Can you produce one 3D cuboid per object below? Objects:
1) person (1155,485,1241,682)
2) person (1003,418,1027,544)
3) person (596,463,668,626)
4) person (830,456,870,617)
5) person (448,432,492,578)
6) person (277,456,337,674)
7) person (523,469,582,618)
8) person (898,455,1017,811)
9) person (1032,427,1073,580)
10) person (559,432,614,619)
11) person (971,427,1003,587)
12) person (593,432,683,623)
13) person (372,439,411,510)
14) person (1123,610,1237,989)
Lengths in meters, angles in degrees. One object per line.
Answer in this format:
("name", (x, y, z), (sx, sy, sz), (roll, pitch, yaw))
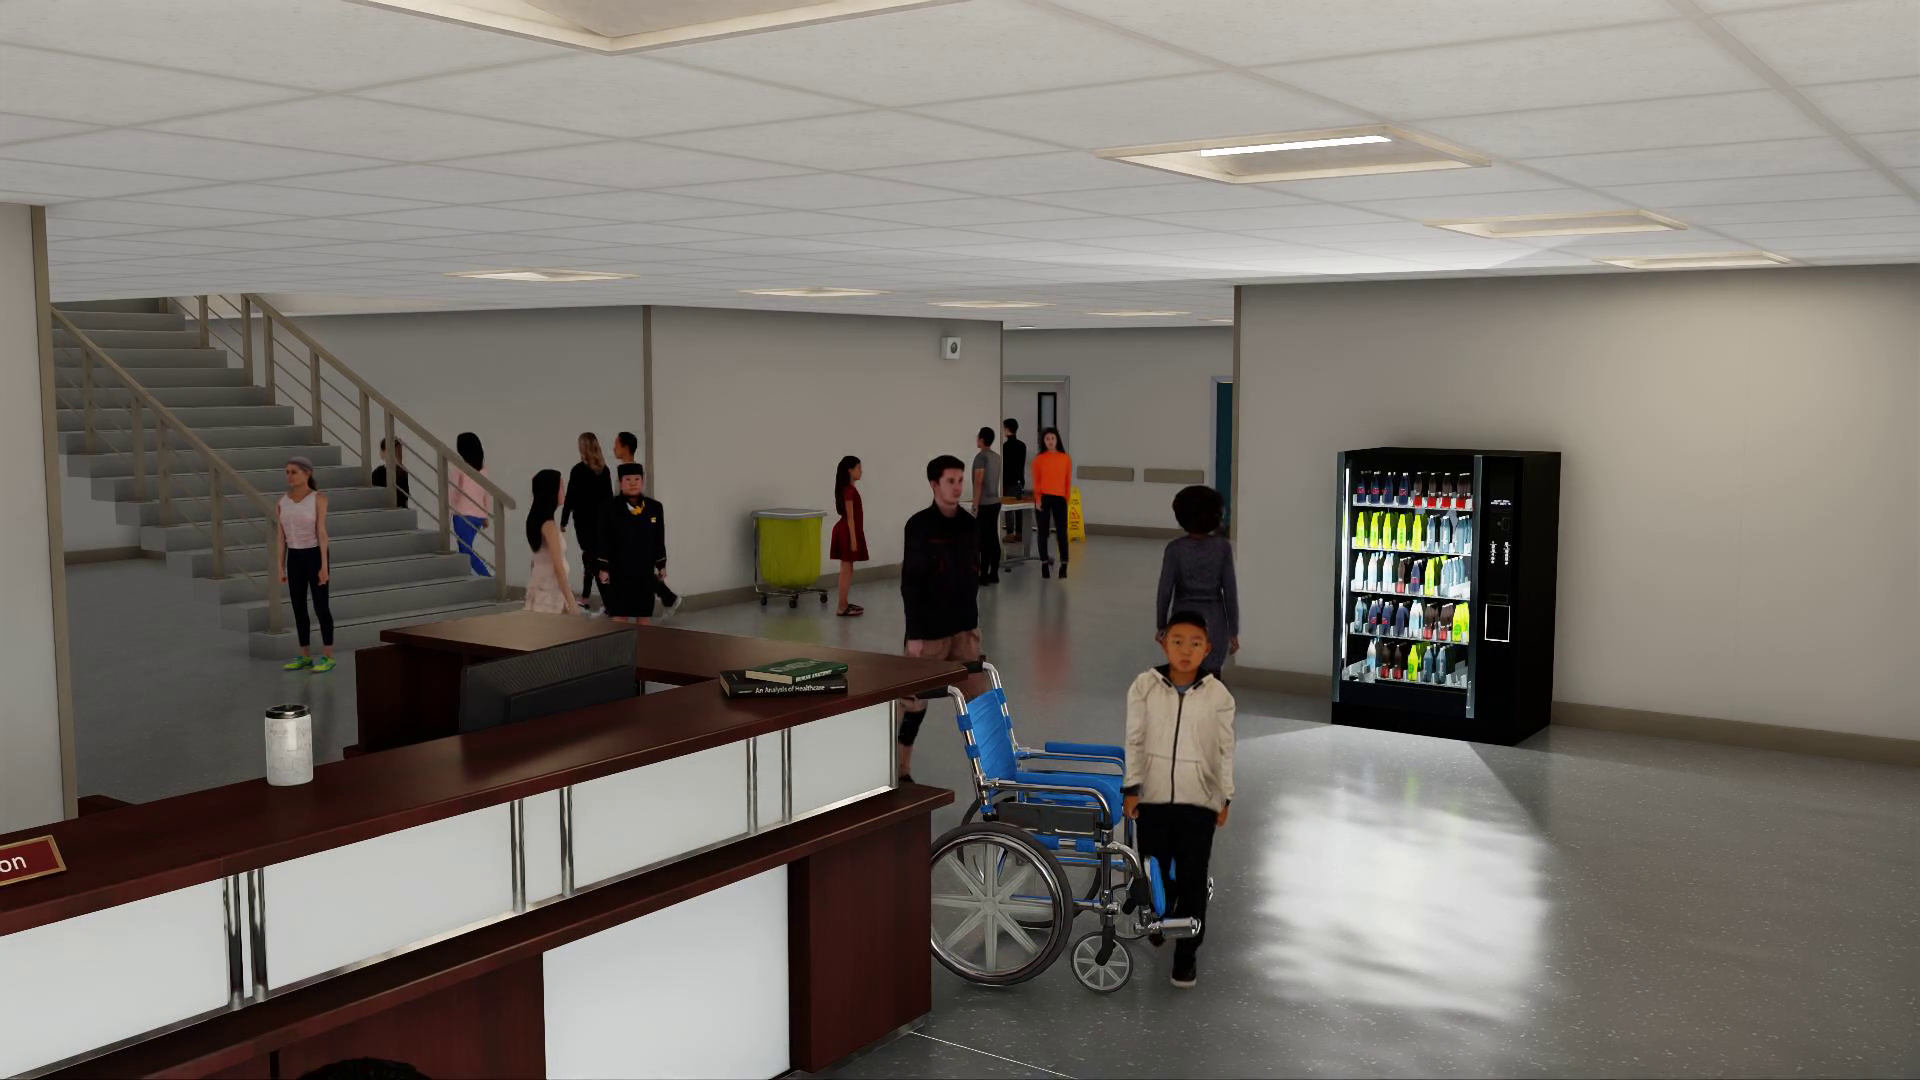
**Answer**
("person", (1.370, 0.560, 9.453), (0.924, 1.688, 0.945), (0, 6, -1))
("person", (0.730, -0.827, 23.063), (0.596, 1.724, 0.676), (5, 8, 43))
("person", (-2.489, 0.249, 12.629), (0.802, 1.671, 0.816), (-3, 6, -24))
("person", (-1.098, -0.051, 16.210), (0.743, 1.551, 0.683), (-1, 6, -10))
("person", (-4.828, -0.175, 16.521), (1.118, 1.736, 0.672), (3, 7, 31))
("person", (-5.140, 0.186, 13.104), (0.589, 1.700, 0.726), (1, 6, 14))
("person", (-2.752, 0.430, 10.693), (1.002, 1.698, 1.045), (-2, 6, -23))
("person", (-0.152, 0.526, 8.879), (0.974, 1.870, 1.319), (-4, 7, -37))
("person", (1.006, -0.408, 18.902), (0.955, 1.722, 0.991), (-1, 6, -6))
("person", (-3.378, -0.104, 15.633), (0.960, 1.772, 0.696), (3, 6, 26))
("person", (0.296, -0.384, 18.510), (0.577, 1.754, 0.637), (3, 7, 28))
("person", (-2.967, -0.093, 15.448), (1.046, 1.787, 1.127), (-3, 6, -26))
("person", (-5.820, -0.199, 17.170), (1.096, 1.653, 0.714), (3, 7, 28))
("person", (0.849, 0.981, 6.493), (0.798, 1.443, 0.802), (1, 6, 12))
